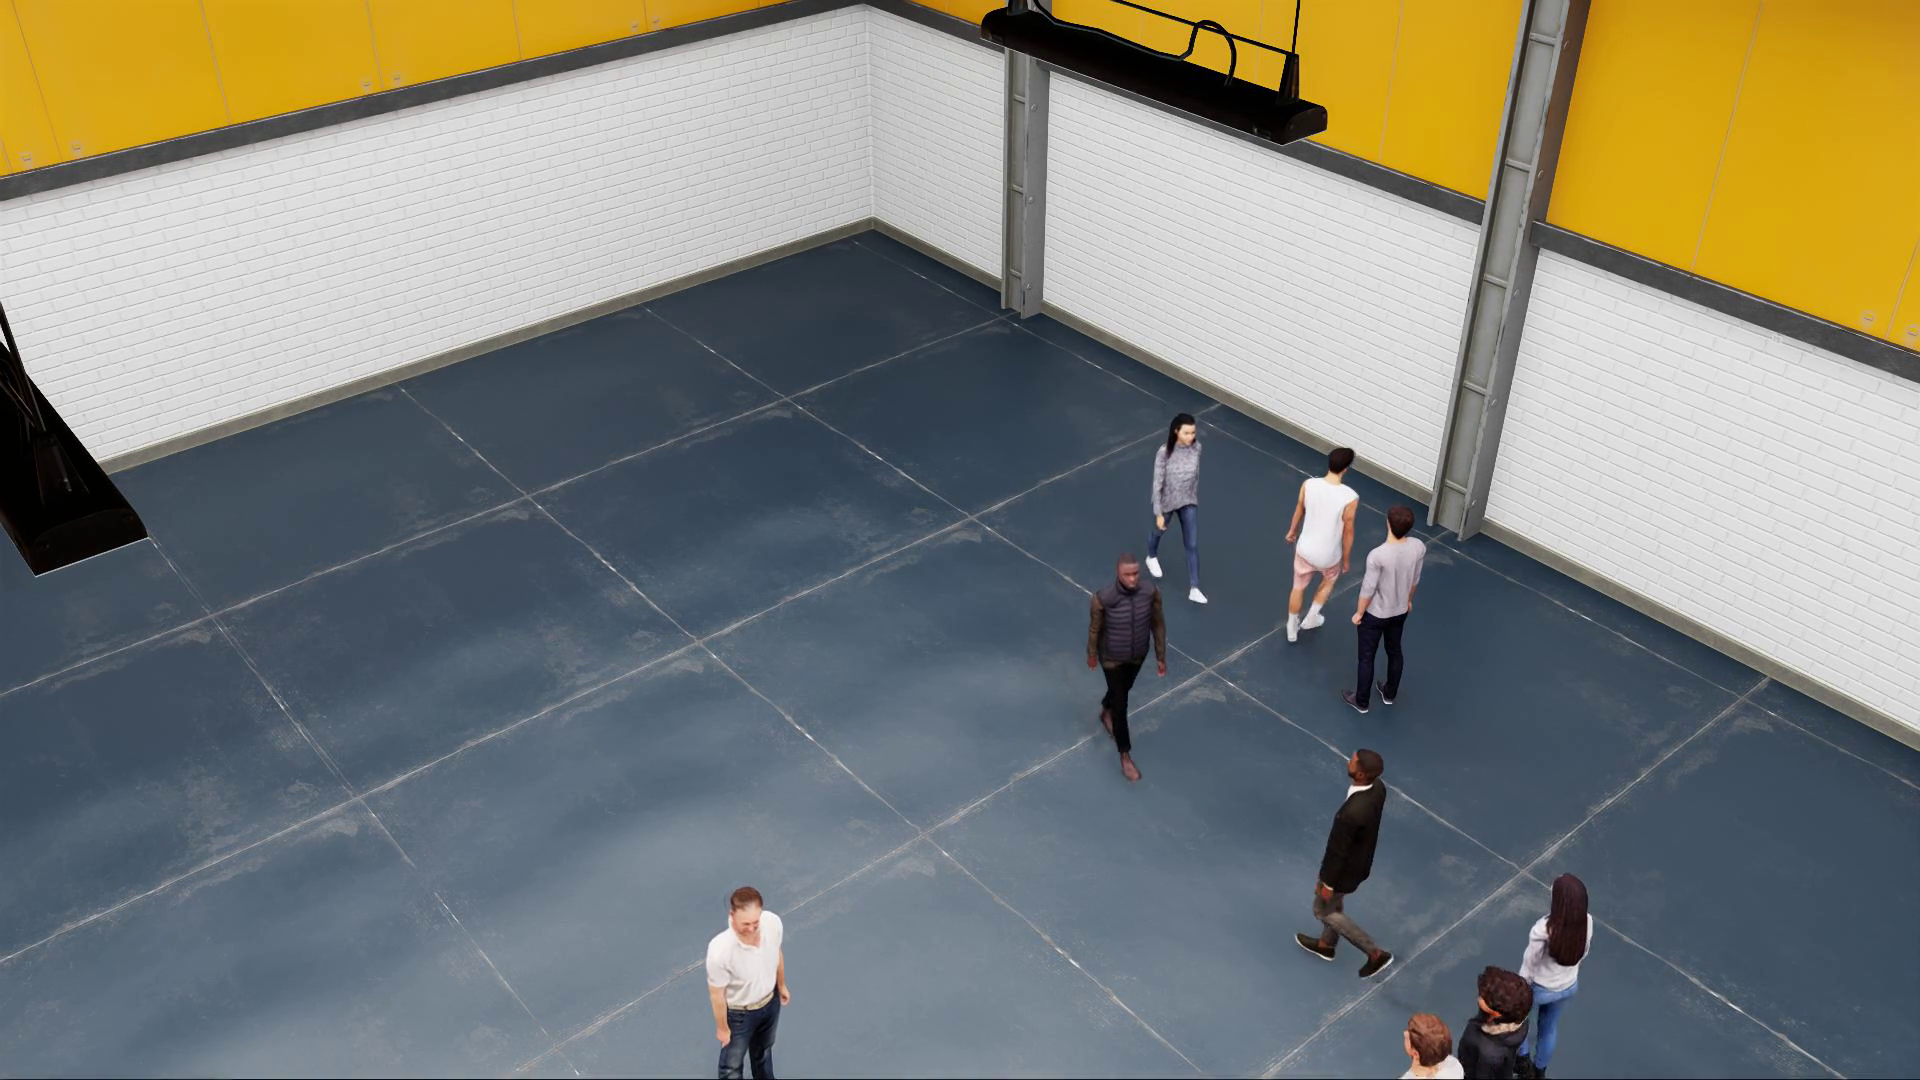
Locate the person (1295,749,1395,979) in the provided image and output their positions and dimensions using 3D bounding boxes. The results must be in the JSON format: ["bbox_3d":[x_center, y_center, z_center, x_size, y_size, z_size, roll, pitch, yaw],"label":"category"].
[{"bbox_3d":[2.507,2.075,10.465,0.998,1.786,0.836,19,38,27],"label":"person"}]

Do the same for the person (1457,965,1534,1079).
[{"bbox_3d":[2.867,2.993,9.098,0.912,1.770,0.770,21,39,29],"label":"person"}]

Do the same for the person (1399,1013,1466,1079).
[{"bbox_3d":[2.398,3.226,8.642,0.807,1.889,0.719,28,43,36],"label":"person"}]

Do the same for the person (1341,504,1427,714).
[{"bbox_3d":[3.266,0.521,12.752,0.723,1.843,0.662,-12,35,-17],"label":"person"}]

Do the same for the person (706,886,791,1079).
[{"bbox_3d":[-1.223,2.644,9.553,0.641,1.849,0.551,-25,41,-33],"label":"person"}]

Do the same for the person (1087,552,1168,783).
[{"bbox_3d":[1.197,0.814,12.361,0.971,1.788,1.242,-11,35,-16],"label":"person"}]

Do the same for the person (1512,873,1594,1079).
[{"bbox_3d":[3.488,2.666,9.731,0.708,1.615,0.691,-11,35,-16],"label":"person"}]

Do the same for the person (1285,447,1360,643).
[{"bbox_3d":[2.891,0.099,13.465,0.762,1.756,0.928,17,37,24],"label":"person"}]

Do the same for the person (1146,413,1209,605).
[{"bbox_3d":[1.785,-0.353,14.209,0.940,1.686,1.213,-9,35,-13],"label":"person"}]
